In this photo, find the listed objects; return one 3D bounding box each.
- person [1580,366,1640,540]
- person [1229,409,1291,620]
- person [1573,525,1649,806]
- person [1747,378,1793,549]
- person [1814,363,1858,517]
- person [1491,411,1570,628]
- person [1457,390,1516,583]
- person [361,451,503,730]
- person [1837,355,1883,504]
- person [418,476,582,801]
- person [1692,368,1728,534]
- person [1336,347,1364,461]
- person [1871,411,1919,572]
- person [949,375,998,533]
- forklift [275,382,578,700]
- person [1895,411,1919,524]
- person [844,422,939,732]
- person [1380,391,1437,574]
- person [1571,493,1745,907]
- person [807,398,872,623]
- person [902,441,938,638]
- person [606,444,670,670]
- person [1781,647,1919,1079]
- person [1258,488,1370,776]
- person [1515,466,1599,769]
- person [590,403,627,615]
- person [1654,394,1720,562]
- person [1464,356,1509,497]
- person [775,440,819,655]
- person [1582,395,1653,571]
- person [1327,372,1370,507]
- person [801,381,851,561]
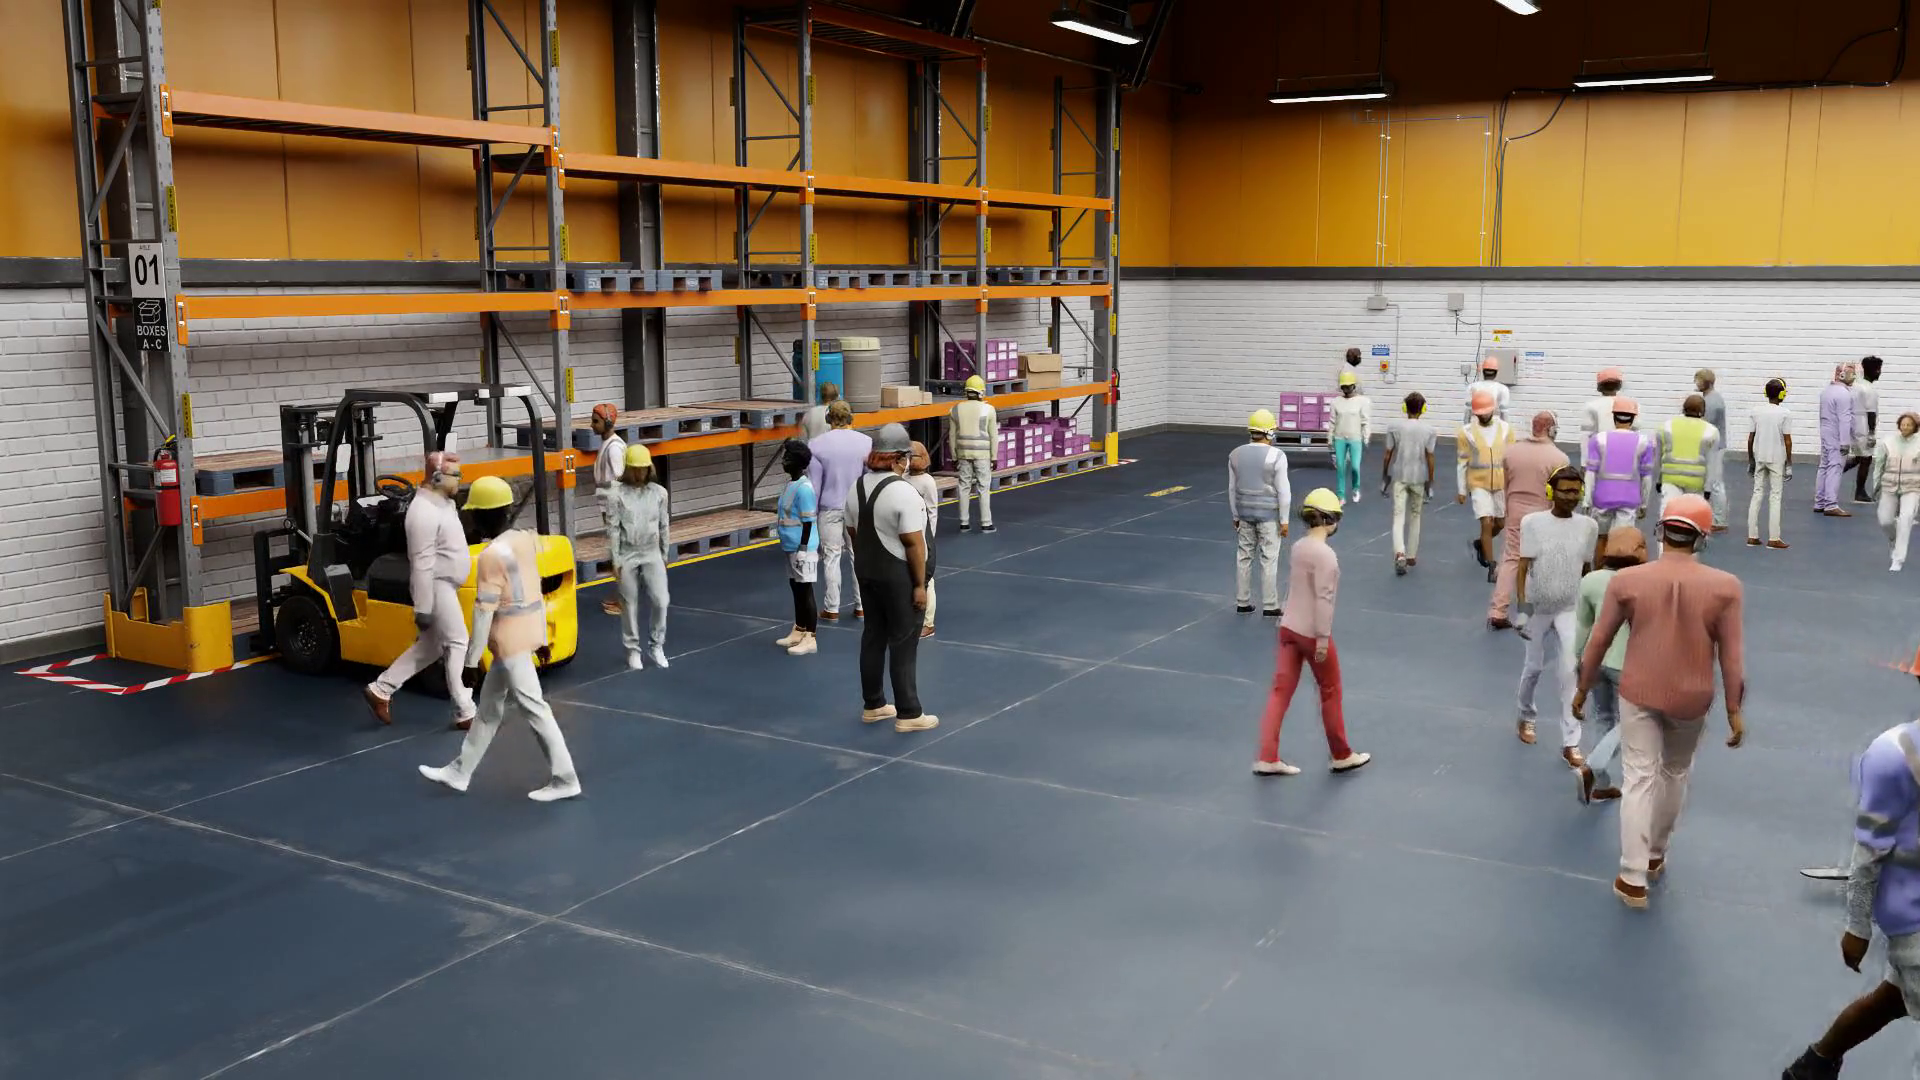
[{"bbox_3d":[7.106,-0.891,18.206,0.646,1.997,0.986,3,10,19],"label":"person"},{"bbox_3d":[2.627,-0.224,14.509,0.590,1.837,0.403,8,12,41],"label":"person"},{"bbox_3d":[3.619,0.720,9.314,0.528,1.611,0.544,-6,11,-34],"label":"person"},{"bbox_3d":[8.900,-0.840,18.253,0.329,1.872,0.508,-6,11,-35],"label":"person"},{"bbox_3d":[10.941,-1.251,20.714,0.401,1.904,0.646,1,9,7],"label":"person"},{"bbox_3d":[4.878,-0.172,14.129,0.989,1.861,0.651,-8,12,-40],"label":"person"},{"bbox_3d":[5.196,-0.556,16.424,0.640,1.888,0.789,0,9,1],"label":"person"},{"bbox_3d":[-3.494,0.345,10.860,0.850,1.873,0.686,-2,9,-11],"label":"person"},{"bbox_3d":[11.751,-1.444,21.777,0.556,1.953,0.614,1,9,6],"label":"person"},{"bbox_3d":[-2.624,0.575,9.401,0.992,1.869,0.606,0,9,2],"label":"person"},{"bbox_3d":[8.622,-1.024,19.238,0.607,1.910,0.659,3,10,20],"label":"person"},{"bbox_3d":[6.285,-2.182,26.755,0.451,1.826,0.655,4,10,21],"label":"person"},{"bbox_3d":[9.614,-0.513,16.962,0.525,1.622,0.608,8,12,42],"label":"person"},{"bbox_3d":[0.171,-0.991,19.304,0.587,1.835,0.404,3,10,20],"label":"person"},{"bbox_3d":[-3.974,-0.067,12.417,2.313,2.155,1.214,5,11,30],"label":"forklift"},{"bbox_3d":[11.722,-1.098,19.947,1.025,1.854,0.609,-3,10,-20],"label":"person"},{"bbox_3d":[-0.416,0.234,11.016,0.538,2.000,0.684,-8,12,-42],"label":"person"},{"bbox_3d":[4.521,-0.587,16.801,0.527,1.840,0.892,3,10,17],"label":"person"},{"bbox_3d":[3.386,0.742,8.092,0.749,1.945,0.879,3,10,20],"label":"person"},{"bbox_3d":[-1.025,-0.250,14.354,0.632,1.938,0.359,-3,10,-20],"label":"person"},{"bbox_3d":[-0.378,-0.008,13.781,0.280,1.636,0.500,-7,12,-38],"label":"person"},{"bbox_3d":[-2.418,0.139,12.579,0.488,1.730,0.501,-4,10,-24],"label":"person"},{"bbox_3d":[3.166,1.190,5.517,0.557,1.899,0.971,-4,10,-25],"label":"person"},{"bbox_3d":[2.138,0.557,9.979,0.801,1.717,0.548,-3,10,-19],"label":"person"},{"bbox_3d":[3.709,0.441,10.390,0.520,1.835,0.845,1,9,7],"label":"person"},{"bbox_3d":[-3.074,-0.277,14.762,0.366,1.873,0.593,-3,10,-17],"label":"person"},{"bbox_3d":[7.374,-0.592,16.943,0.615,1.799,0.950,5,10,29],"label":"person"},{"bbox_3d":[6.931,-1.460,21.956,0.581,1.920,0.482,3,10,17],"label":"person"},{"bbox_3d":[-1.290,0.054,13.201,0.318,1.700,0.535,-3,10,-21],"label":"person"},{"bbox_3d":[5.991,-0.367,15.166,0.574,1.903,0.781,4,10,21],"label":"person"},{"bbox_3d":[4.989,-1.292,21.427,0.551,1.751,0.377,5,10,26],"label":"person"},{"bbox_3d":[-1.397,-0.734,17.565,0.653,1.889,1.034,8,12,40],"label":"person"}]
